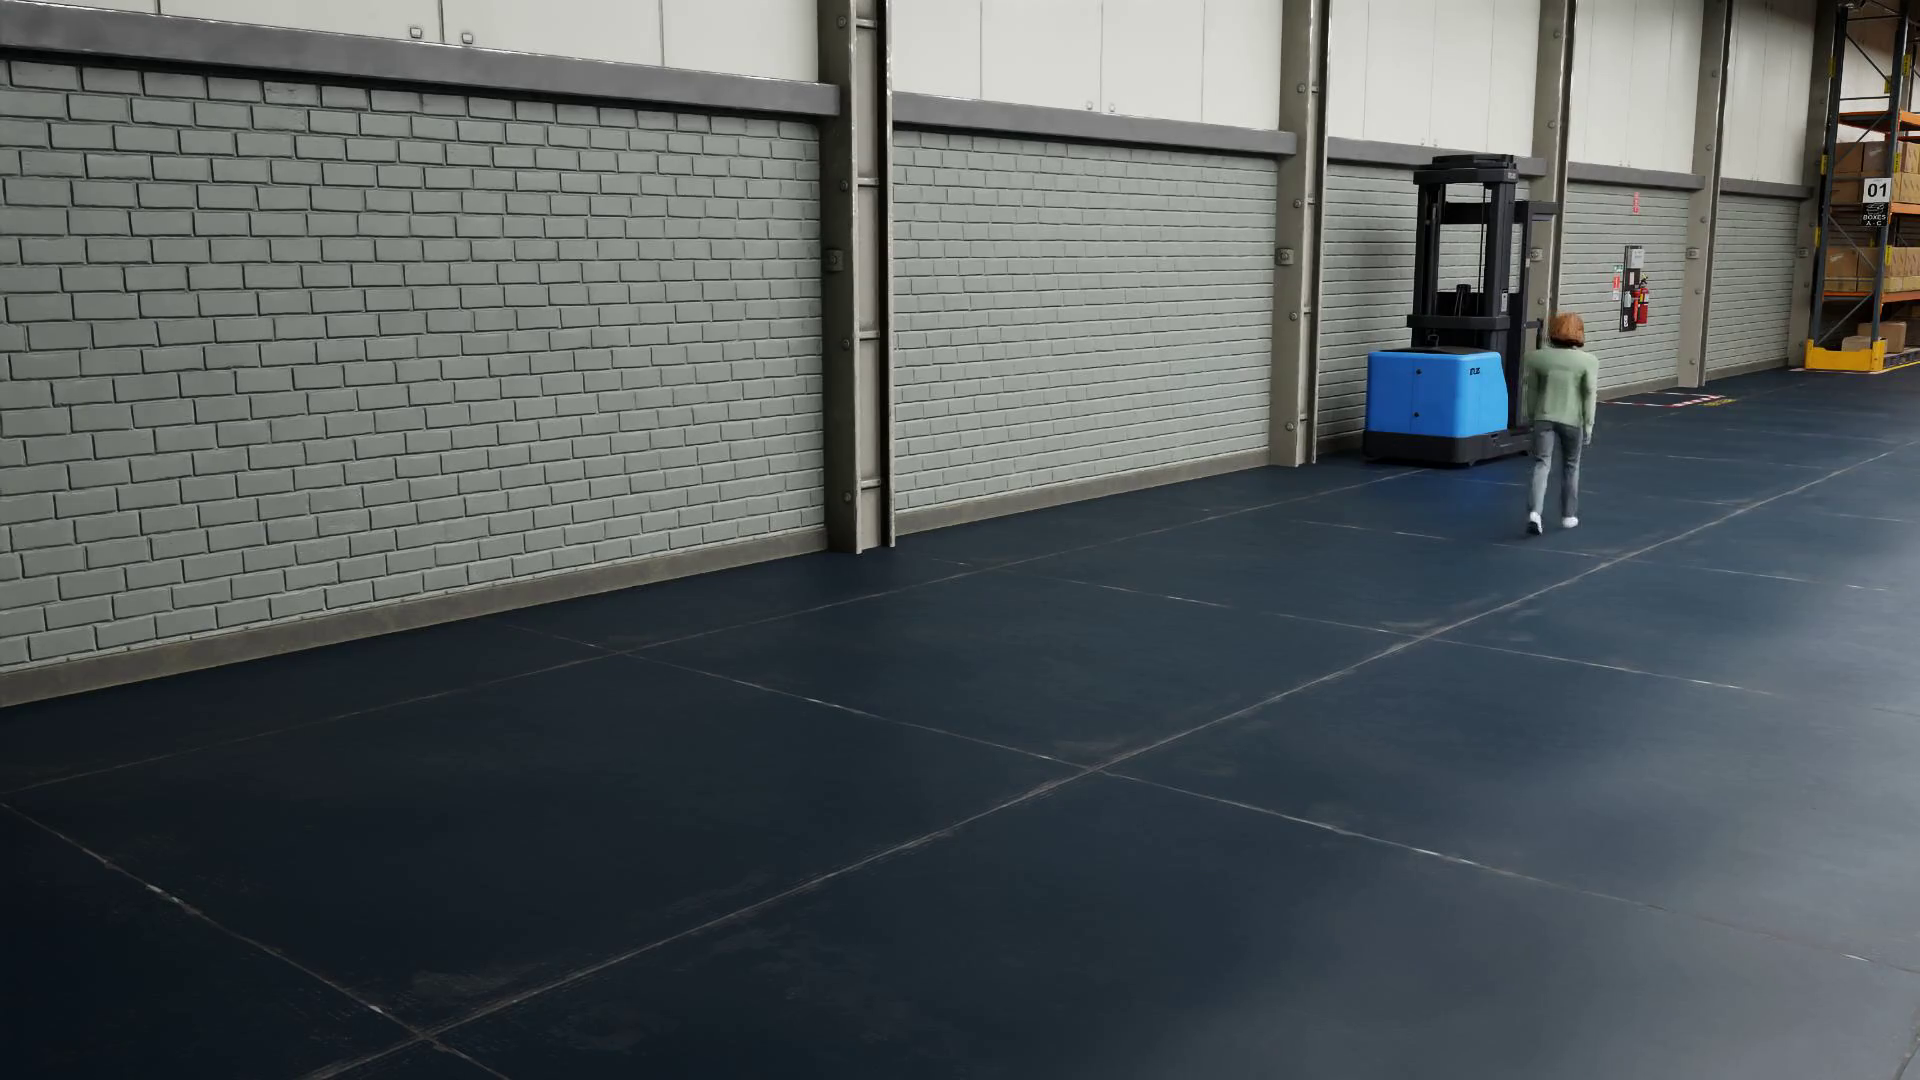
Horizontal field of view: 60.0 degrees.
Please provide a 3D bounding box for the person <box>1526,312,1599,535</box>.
[{"bbox_3d":[4.340,-0.850,12.060,0.501,1.599,0.804,6,11,29],"label":"person"}]

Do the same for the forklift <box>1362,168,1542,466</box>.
[{"bbox_3d":[4.875,-2.212,16.287,1.129,2.768,1.873,8,13,40],"label":"forklift"}]
